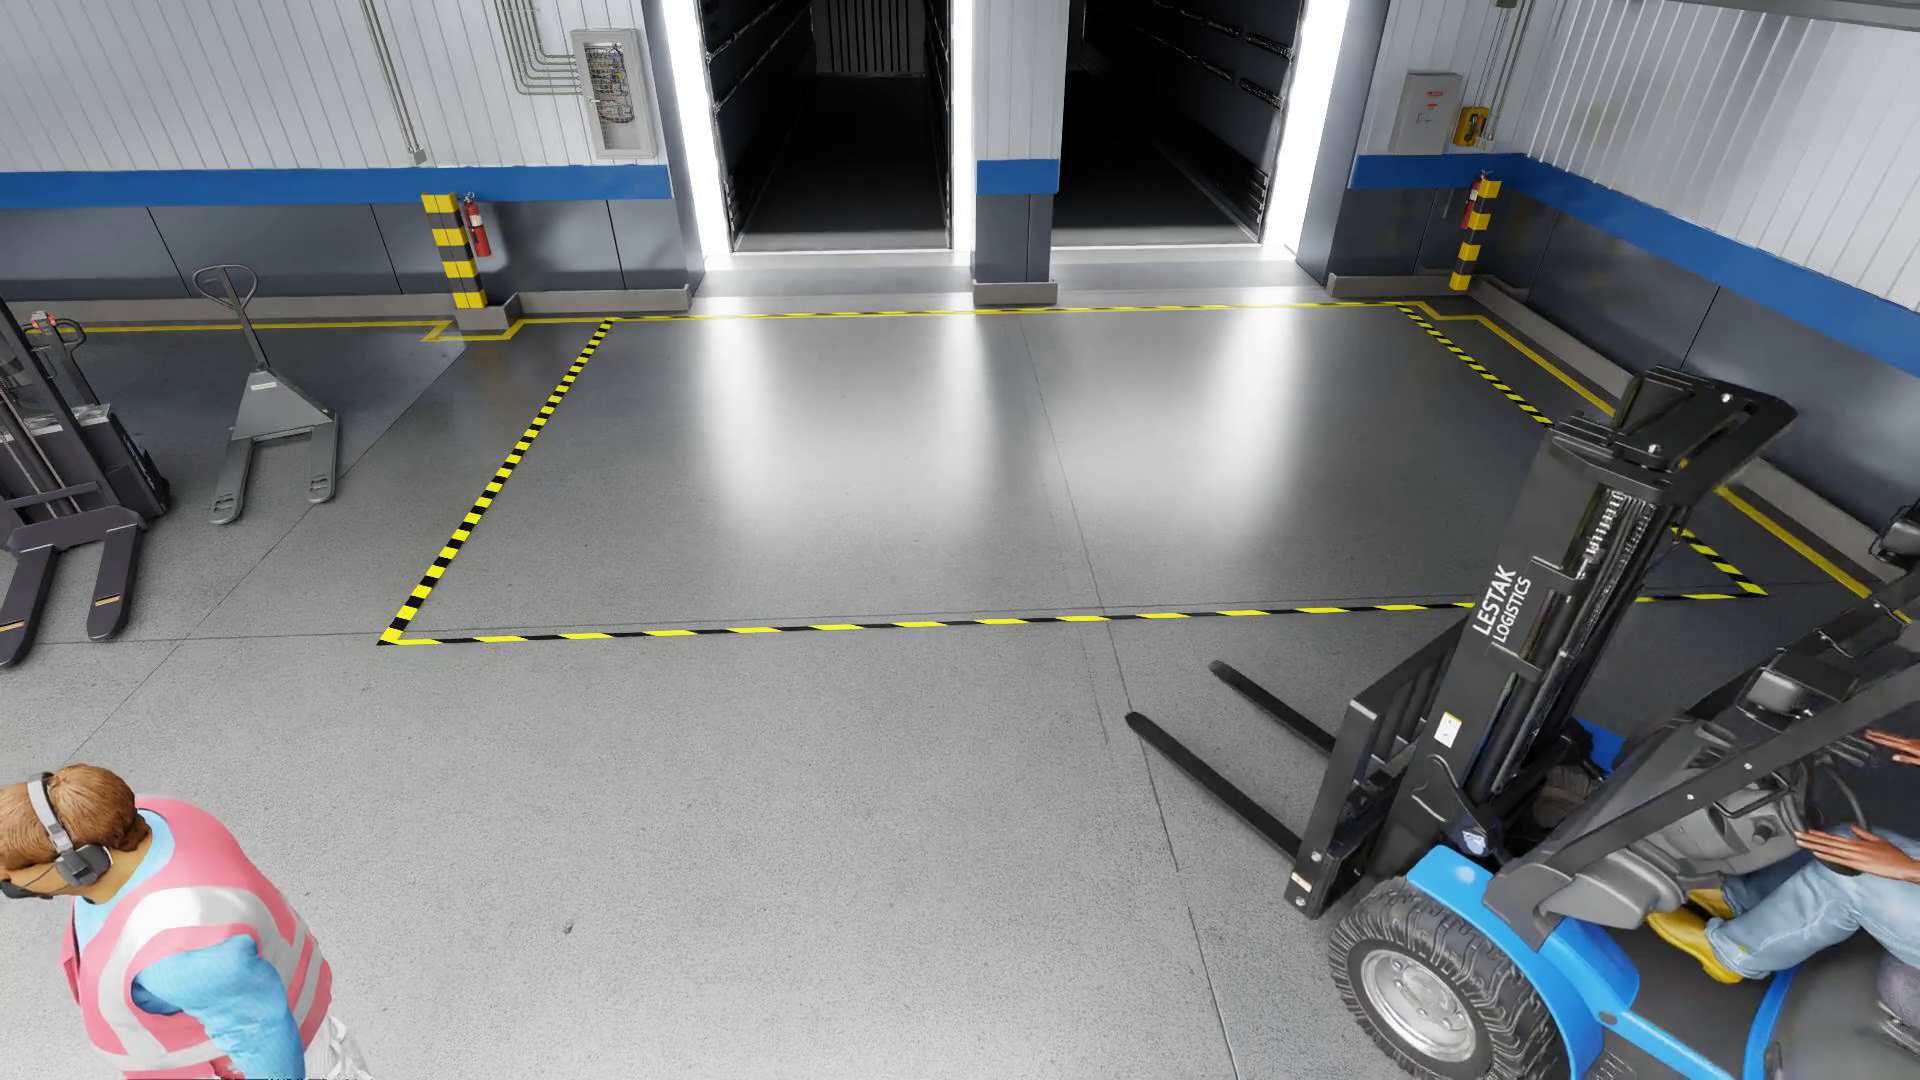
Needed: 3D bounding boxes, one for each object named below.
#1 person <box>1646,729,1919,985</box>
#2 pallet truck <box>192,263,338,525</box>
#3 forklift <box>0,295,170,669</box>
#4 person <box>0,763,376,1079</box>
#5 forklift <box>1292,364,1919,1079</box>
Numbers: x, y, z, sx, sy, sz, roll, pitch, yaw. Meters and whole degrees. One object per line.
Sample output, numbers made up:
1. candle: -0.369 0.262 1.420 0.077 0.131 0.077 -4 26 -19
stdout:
1. person: 2.436 0.785 2.224 0.635 1.294 1.004 -23 41 -30
2. pallet truck: -4.778 -1.027 6.128 0.680 1.201 1.601 -17 38 -23
3. forklift: -5.212 -0.618 4.878 0.823 1.965 1.885 -20 39 -26
4. person: -1.837 1.238 2.346 0.622 1.844 0.431 28 43 34
5. forklift: 2.466 0.968 2.288 1.157 2.036 2.680 -23 41 -30
